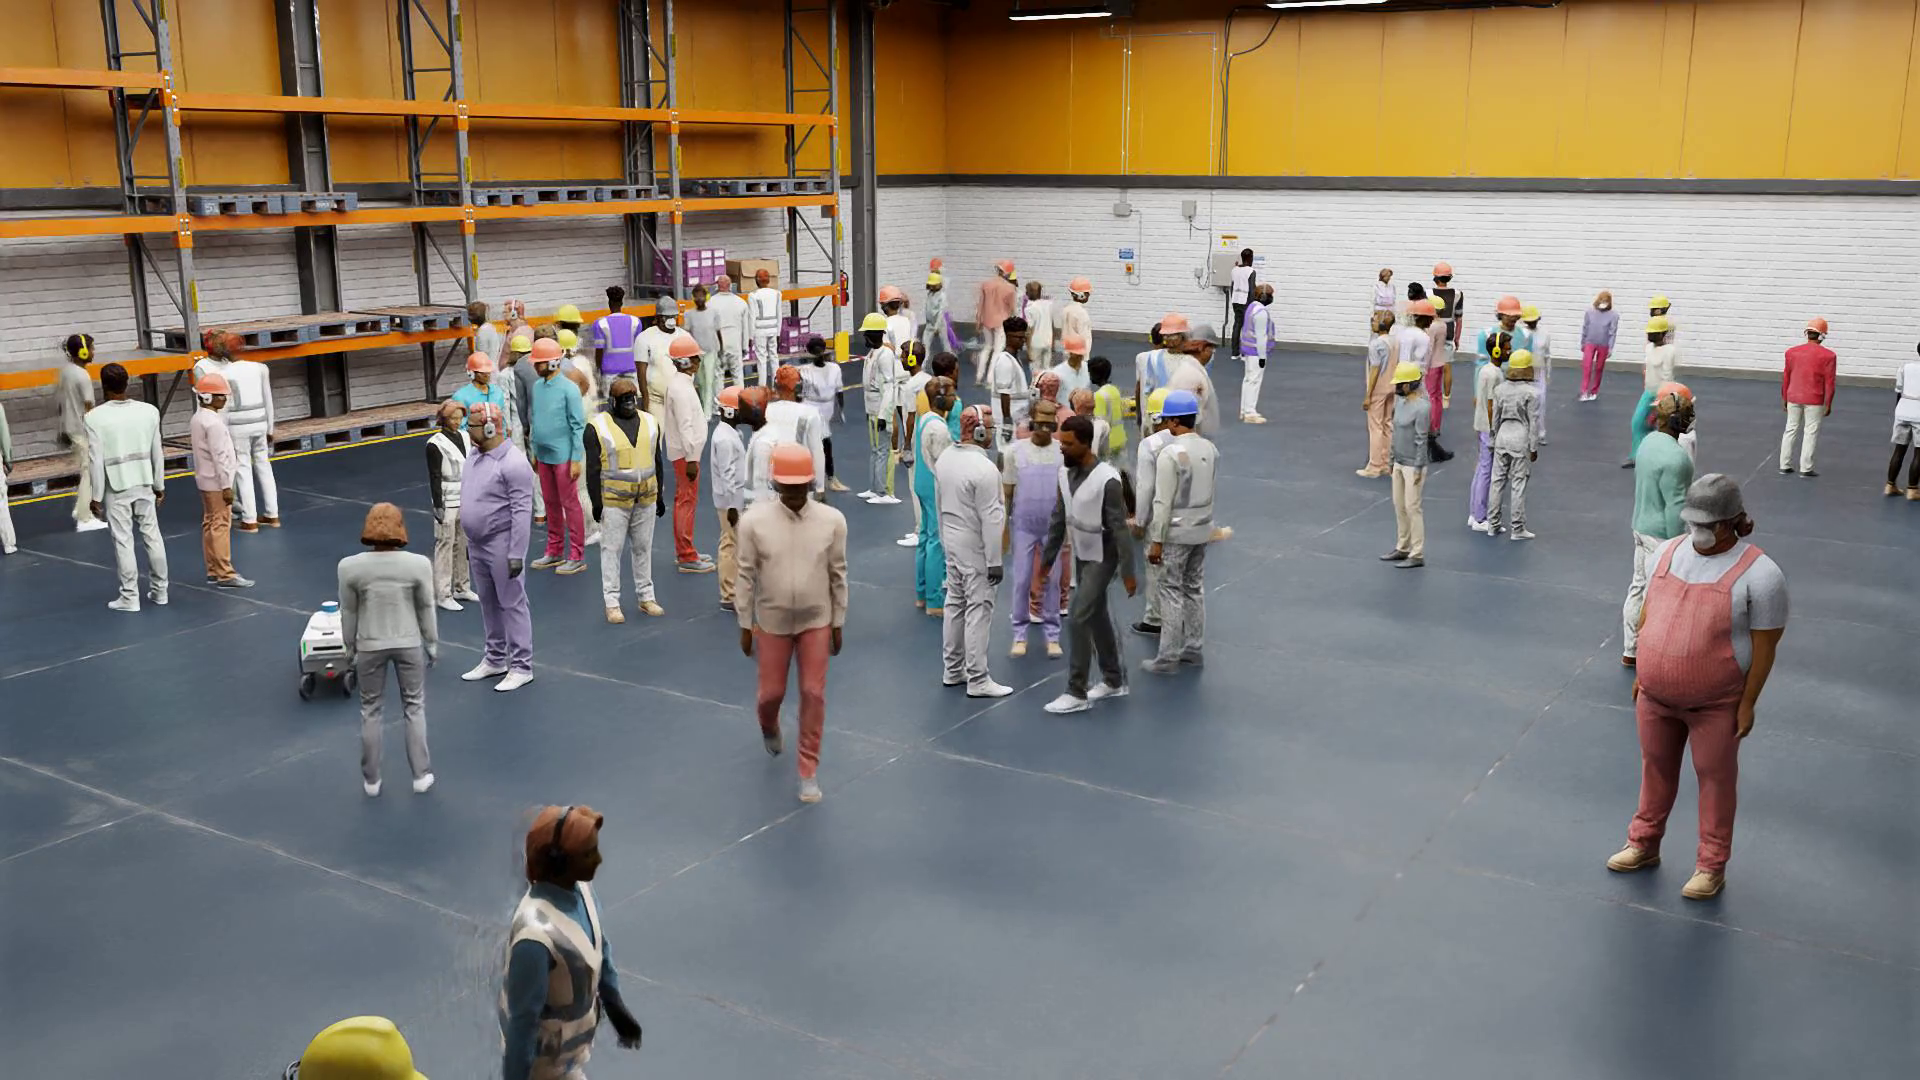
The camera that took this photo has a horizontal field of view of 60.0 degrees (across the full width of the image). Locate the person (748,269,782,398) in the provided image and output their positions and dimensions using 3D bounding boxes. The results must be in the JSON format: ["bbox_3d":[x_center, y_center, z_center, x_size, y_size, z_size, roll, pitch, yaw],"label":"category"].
[{"bbox_3d":[-2.828,-2.977,24.062,0.575,1.884,0.355,-12,18,-42],"label":"person"}]

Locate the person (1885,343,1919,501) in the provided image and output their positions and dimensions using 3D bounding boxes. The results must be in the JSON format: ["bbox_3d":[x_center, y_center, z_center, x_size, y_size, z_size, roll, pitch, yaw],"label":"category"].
[{"bbox_3d":[9.756,-1.235,16.948,0.319,1.686,0.539,-5,14,-22],"label":"person"}]

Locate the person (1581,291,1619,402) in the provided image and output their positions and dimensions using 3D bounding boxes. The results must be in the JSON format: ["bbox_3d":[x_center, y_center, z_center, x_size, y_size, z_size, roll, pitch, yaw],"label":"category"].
[{"bbox_3d":[9.085,-2.746,23.698,0.502,1.578,0.786,7,15,27],"label":"person"}]

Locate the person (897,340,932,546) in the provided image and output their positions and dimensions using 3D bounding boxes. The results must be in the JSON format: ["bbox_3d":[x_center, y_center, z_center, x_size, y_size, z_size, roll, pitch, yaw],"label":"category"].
[{"bbox_3d":[-0.389,-0.865,14.979,0.326,1.858,0.507,5,14,21],"label":"person"}]

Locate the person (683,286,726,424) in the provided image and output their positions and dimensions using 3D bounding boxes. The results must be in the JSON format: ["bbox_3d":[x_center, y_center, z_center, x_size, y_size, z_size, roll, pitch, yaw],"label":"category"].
[{"bbox_3d":[-3.376,-2.401,21.715,0.557,1.813,0.983,1,13,2],"label":"person"}]

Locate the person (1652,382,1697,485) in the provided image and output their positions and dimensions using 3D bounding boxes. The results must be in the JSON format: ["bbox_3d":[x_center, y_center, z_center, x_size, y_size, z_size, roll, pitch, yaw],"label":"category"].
[{"bbox_3d":[5.527,-0.358,12.993,0.337,1.747,0.576,3,13,12],"label":"person"}]

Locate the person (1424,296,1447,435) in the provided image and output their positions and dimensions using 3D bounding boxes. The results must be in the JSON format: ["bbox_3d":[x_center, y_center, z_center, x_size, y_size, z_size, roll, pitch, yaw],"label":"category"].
[{"bbox_3d":[5.886,-2.159,20.765,0.296,1.772,0.533,9,16,35],"label":"person"}]

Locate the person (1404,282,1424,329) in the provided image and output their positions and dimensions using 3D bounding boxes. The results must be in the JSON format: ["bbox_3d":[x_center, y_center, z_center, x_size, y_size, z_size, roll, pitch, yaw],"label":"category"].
[{"bbox_3d":[6.591,-2.886,24.104,0.319,1.687,0.534,0,13,-1],"label":"person"}]

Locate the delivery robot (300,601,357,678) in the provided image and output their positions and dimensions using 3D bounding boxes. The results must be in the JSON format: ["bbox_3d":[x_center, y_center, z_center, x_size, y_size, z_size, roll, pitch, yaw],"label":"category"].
[{"bbox_3d":[-4.154,0.651,11.022,0.477,0.478,0.707,-4,14,-14],"label":"delivery robot"}]

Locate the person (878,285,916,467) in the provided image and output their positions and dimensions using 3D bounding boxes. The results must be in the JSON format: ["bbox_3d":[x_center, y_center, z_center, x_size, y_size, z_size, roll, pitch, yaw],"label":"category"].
[{"bbox_3d":[-0.772,-1.856,18.854,0.388,2.039,0.615,10,16,36],"label":"person"}]

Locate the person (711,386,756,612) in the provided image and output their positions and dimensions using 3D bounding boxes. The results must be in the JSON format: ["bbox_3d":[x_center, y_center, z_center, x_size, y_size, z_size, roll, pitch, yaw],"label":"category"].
[{"bbox_3d":[-1.746,-0.323,12.851,0.336,1.745,0.569,-2,13,-7],"label":"person"}]

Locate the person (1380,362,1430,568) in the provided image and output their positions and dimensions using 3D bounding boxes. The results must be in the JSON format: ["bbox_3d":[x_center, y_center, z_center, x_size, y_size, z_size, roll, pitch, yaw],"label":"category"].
[{"bbox_3d":[3.816,-0.645,14.239,0.339,1.756,0.532,-3,13,-12],"label":"person"}]

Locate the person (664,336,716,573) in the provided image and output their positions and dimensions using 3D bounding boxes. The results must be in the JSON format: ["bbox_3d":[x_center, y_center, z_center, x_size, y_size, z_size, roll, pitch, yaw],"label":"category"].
[{"bbox_3d":[-2.297,-0.725,14.048,0.375,1.997,0.611,-3,13,-13],"label":"person"}]

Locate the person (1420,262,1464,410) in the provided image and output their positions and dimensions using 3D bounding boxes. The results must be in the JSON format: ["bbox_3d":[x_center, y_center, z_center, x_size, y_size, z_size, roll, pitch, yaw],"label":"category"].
[{"bbox_3d":[6.620,-2.812,22.989,0.614,2.047,0.361,-1,13,-3],"label":"person"}]

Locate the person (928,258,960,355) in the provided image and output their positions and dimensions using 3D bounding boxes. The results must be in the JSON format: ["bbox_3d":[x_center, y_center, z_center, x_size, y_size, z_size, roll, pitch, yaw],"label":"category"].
[{"bbox_3d":[-0.342,-4.119,29.386,0.820,1.716,0.564,-12,18,-43],"label":"person"}]

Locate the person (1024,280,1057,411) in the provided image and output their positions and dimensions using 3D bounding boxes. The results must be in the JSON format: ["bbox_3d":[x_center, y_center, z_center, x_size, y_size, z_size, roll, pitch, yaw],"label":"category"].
[{"bbox_3d":[1.137,-2.617,22.640,0.556,1.823,0.611,-8,15,-33],"label":"person"}]

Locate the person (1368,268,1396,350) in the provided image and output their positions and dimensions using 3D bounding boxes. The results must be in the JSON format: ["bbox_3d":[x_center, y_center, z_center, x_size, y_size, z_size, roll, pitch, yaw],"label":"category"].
[{"bbox_3d":[7.075,-3.734,27.886,0.520,1.636,0.311,-5,14,-22],"label":"person"}]

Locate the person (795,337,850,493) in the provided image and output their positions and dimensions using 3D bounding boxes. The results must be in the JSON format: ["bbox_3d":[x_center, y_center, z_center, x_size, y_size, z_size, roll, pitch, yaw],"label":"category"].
[{"bbox_3d":[-1.532,-1.321,17.403,0.780,1.644,0.509,9,16,35],"label":"person"}]

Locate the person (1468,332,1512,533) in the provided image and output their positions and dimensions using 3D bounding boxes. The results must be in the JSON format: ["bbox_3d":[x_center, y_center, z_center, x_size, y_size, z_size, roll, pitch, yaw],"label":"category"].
[{"bbox_3d":[4.982,-1.012,15.572,0.325,1.871,0.521,2,13,10],"label":"person"}]

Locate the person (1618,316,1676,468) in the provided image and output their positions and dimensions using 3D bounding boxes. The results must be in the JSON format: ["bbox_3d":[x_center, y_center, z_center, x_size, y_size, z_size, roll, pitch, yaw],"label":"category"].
[{"bbox_3d":[7.710,-1.619,18.494,0.690,1.733,0.534,-4,14,-16],"label":"person"}]

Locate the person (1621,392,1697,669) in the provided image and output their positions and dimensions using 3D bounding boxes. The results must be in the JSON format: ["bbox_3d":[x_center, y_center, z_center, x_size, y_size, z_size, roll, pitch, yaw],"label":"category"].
[{"bbox_3d":[4.695,-0.024,11.133,0.372,1.940,0.631,0,13,2],"label":"person"}]

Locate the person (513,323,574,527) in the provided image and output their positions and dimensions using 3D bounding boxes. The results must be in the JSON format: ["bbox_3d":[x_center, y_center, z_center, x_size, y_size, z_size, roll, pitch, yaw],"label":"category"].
[{"bbox_3d":[-3.875,-1.081,15.727,0.636,1.935,0.362,3,13,15],"label":"person"}]

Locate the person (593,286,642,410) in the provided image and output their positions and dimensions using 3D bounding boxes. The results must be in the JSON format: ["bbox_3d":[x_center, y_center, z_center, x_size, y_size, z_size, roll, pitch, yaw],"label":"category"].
[{"bbox_3d":[-4.063,-2.039,19.813,0.608,1.966,0.371,-7,15,-29],"label":"person"}]

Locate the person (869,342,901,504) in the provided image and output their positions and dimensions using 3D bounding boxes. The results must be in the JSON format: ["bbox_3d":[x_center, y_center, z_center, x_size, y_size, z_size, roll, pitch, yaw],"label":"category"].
[{"bbox_3d":[-0.770,-1.190,16.857,0.278,1.632,0.508,-4,14,-17],"label":"person"}]

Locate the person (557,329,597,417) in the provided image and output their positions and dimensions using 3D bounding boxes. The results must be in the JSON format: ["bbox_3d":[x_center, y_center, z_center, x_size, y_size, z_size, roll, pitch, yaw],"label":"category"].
[{"bbox_3d":[-3.848,-1.206,16.562,0.455,1.799,0.598,0,13,-2],"label":"person"}]

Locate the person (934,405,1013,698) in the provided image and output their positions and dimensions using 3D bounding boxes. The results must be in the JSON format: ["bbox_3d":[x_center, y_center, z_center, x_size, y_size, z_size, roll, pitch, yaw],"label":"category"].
[{"bbox_3d":[0.104,0.067,10.809,0.403,1.906,0.651,-8,15,-30],"label":"person"}]

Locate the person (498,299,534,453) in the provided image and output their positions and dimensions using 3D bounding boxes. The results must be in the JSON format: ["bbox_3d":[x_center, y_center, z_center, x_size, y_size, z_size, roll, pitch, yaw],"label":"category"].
[{"bbox_3d":[-4.944,-1.733,18.619,0.409,1.907,0.651,-2,13,-10],"label":"person"}]

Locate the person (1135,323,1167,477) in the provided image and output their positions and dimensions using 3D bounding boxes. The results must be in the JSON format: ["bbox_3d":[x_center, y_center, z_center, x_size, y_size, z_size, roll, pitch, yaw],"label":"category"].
[{"bbox_3d":[1.971,-1.245,16.624,0.521,1.857,0.348,11,17,40],"label":"person"}]

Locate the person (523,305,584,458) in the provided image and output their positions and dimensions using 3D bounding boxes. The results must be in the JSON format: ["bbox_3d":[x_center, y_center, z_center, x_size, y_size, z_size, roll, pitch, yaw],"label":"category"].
[{"bbox_3d":[-4.384,-1.602,18.070,0.788,1.901,0.599,-6,14,-25],"label":"person"}]

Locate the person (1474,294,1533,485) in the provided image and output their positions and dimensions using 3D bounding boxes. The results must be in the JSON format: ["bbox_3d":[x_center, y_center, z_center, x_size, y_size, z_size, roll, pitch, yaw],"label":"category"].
[{"bbox_3d":[5.834,-1.611,17.828,0.620,2.043,0.443,-2,13,-10],"label":"person"}]

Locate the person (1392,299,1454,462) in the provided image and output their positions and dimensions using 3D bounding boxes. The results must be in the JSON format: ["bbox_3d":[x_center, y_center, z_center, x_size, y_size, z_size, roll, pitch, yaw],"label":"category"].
[{"bbox_3d":[5.180,-1.797,18.960,0.992,1.887,0.548,-4,14,-18],"label":"person"}]

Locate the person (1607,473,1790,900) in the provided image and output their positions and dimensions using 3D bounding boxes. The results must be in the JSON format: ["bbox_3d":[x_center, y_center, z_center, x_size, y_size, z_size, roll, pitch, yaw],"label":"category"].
[{"bbox_3d":[3.464,0.676,7.876,0.538,2.000,0.682,-9,16,-35],"label":"person"}]

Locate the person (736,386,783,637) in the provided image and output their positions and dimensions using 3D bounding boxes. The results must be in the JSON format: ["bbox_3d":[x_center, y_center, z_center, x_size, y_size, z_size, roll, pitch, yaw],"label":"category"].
[{"bbox_3d":[-1.418,-0.194,12.019,0.423,1.867,0.600,-1,13,-6],"label":"person"}]

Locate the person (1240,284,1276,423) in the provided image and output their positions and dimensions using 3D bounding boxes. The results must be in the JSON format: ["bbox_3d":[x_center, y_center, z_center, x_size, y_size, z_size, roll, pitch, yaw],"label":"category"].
[{"bbox_3d":[3.941,-2.462,21.969,0.431,1.831,0.644,0,13,0],"label":"person"}]

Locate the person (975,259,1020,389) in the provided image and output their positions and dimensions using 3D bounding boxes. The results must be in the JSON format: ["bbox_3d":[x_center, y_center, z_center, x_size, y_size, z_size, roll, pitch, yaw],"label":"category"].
[{"bbox_3d":[0.580,-3.270,25.200,0.656,1.944,0.543,7,15,28],"label":"person"}]

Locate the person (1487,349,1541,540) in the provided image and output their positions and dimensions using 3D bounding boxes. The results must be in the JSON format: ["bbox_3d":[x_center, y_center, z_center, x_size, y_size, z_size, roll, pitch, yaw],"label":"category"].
[{"bbox_3d":[5.094,-0.877,15.259,0.286,1.746,0.489,-10,17,-38],"label":"person"}]

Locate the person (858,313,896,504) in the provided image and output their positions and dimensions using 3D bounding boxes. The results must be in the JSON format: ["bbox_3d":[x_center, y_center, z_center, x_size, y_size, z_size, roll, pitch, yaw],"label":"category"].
[{"bbox_3d":[-0.835,-1.333,16.835,0.364,1.928,0.586,-4,14,-17],"label":"person"}]

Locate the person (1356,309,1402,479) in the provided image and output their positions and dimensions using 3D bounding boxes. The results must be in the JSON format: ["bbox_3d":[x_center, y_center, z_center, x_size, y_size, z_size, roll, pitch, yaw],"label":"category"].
[{"bbox_3d":[4.582,-1.594,18.144,0.513,1.846,0.334,-12,18,-42],"label":"person"}]
